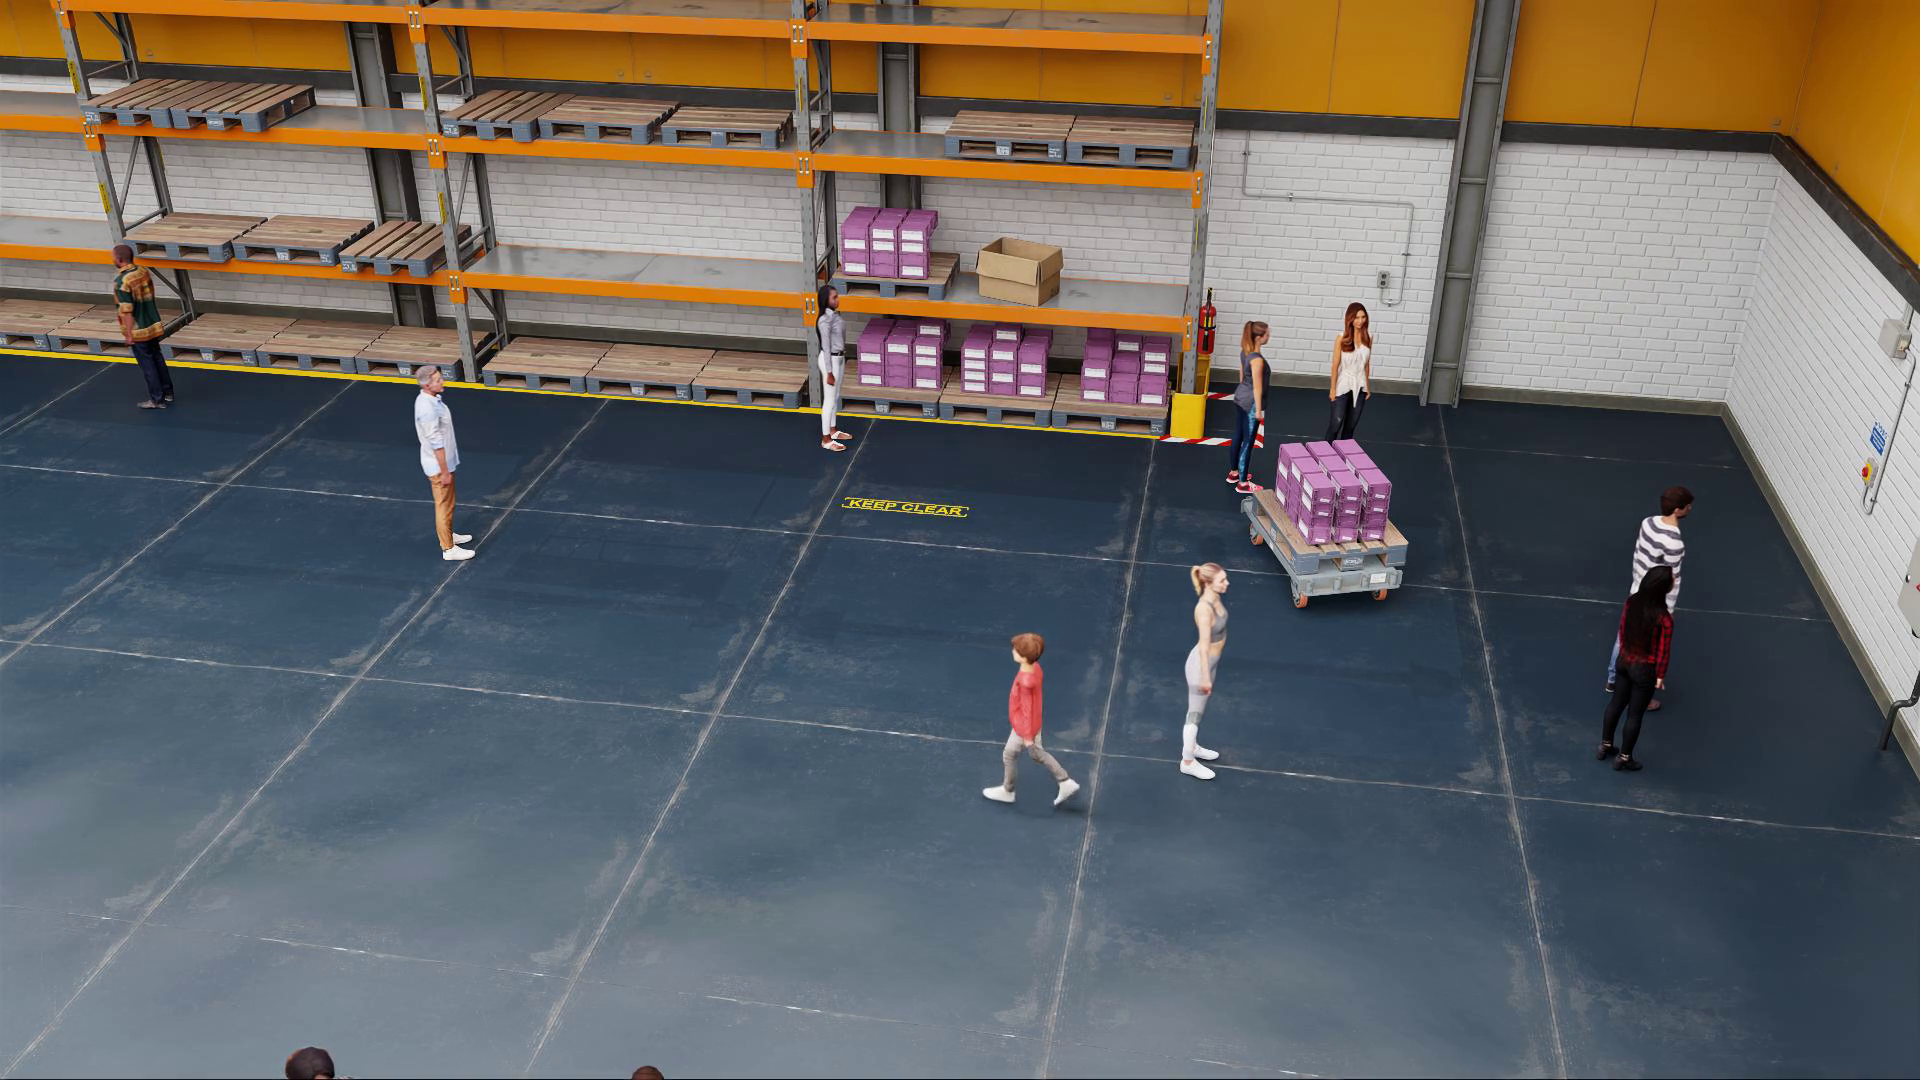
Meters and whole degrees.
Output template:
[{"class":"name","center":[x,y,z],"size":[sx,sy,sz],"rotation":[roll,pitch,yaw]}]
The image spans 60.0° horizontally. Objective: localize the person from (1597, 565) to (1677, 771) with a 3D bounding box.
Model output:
[{"class":"person","center":[4.911,0.920,12.059],"size":[0.692,1.656,0.668],"rotation":[-12,31,-21]}]

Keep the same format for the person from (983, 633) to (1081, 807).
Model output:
[{"class":"person","center":[0.542,1.289,11.657],"size":[0.928,1.394,0.576],"rotation":[9,30,15]}]

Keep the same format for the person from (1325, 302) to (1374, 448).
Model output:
[{"class":"person","center":[3.810,-1.481,16.327],"size":[0.631,1.785,0.743],"rotation":[-10,30,-18]}]

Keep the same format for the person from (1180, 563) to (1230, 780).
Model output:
[{"class":"person","center":[1.753,0.915,12.021],"size":[0.575,1.703,0.587],"rotation":[9,30,16]}]

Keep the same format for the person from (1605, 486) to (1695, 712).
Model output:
[{"class":"person","center":[5.303,0.425,12.762],"size":[0.650,1.852,0.717],"rotation":[-5,29,-9]}]

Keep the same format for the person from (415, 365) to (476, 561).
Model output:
[{"class":"person","center":[-4.655,-0.713,14.875],"size":[0.749,1.826,0.770],"rotation":[-9,30,-16]}]

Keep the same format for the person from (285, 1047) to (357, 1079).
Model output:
[{"class":"person","center":[-2.976,3.101,8.002],"size":[0.676,1.713,0.718],"rotation":[-25,37,-37]}]

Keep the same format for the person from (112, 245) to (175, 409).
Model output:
[{"class":"person","center":[-8.754,-2.293,17.791],"size":[0.673,1.808,0.710],"rotation":[2,29,4]}]

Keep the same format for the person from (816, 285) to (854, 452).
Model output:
[{"class":"person","center":[-1.300,-1.778,16.934],"size":[0.505,1.725,0.597],"rotation":[5,29,10]}]

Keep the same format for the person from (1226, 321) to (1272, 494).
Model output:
[{"class":"person","center":[2.792,-1.302,16.063],"size":[0.637,1.722,0.635],"rotation":[-5,29,-9]}]
